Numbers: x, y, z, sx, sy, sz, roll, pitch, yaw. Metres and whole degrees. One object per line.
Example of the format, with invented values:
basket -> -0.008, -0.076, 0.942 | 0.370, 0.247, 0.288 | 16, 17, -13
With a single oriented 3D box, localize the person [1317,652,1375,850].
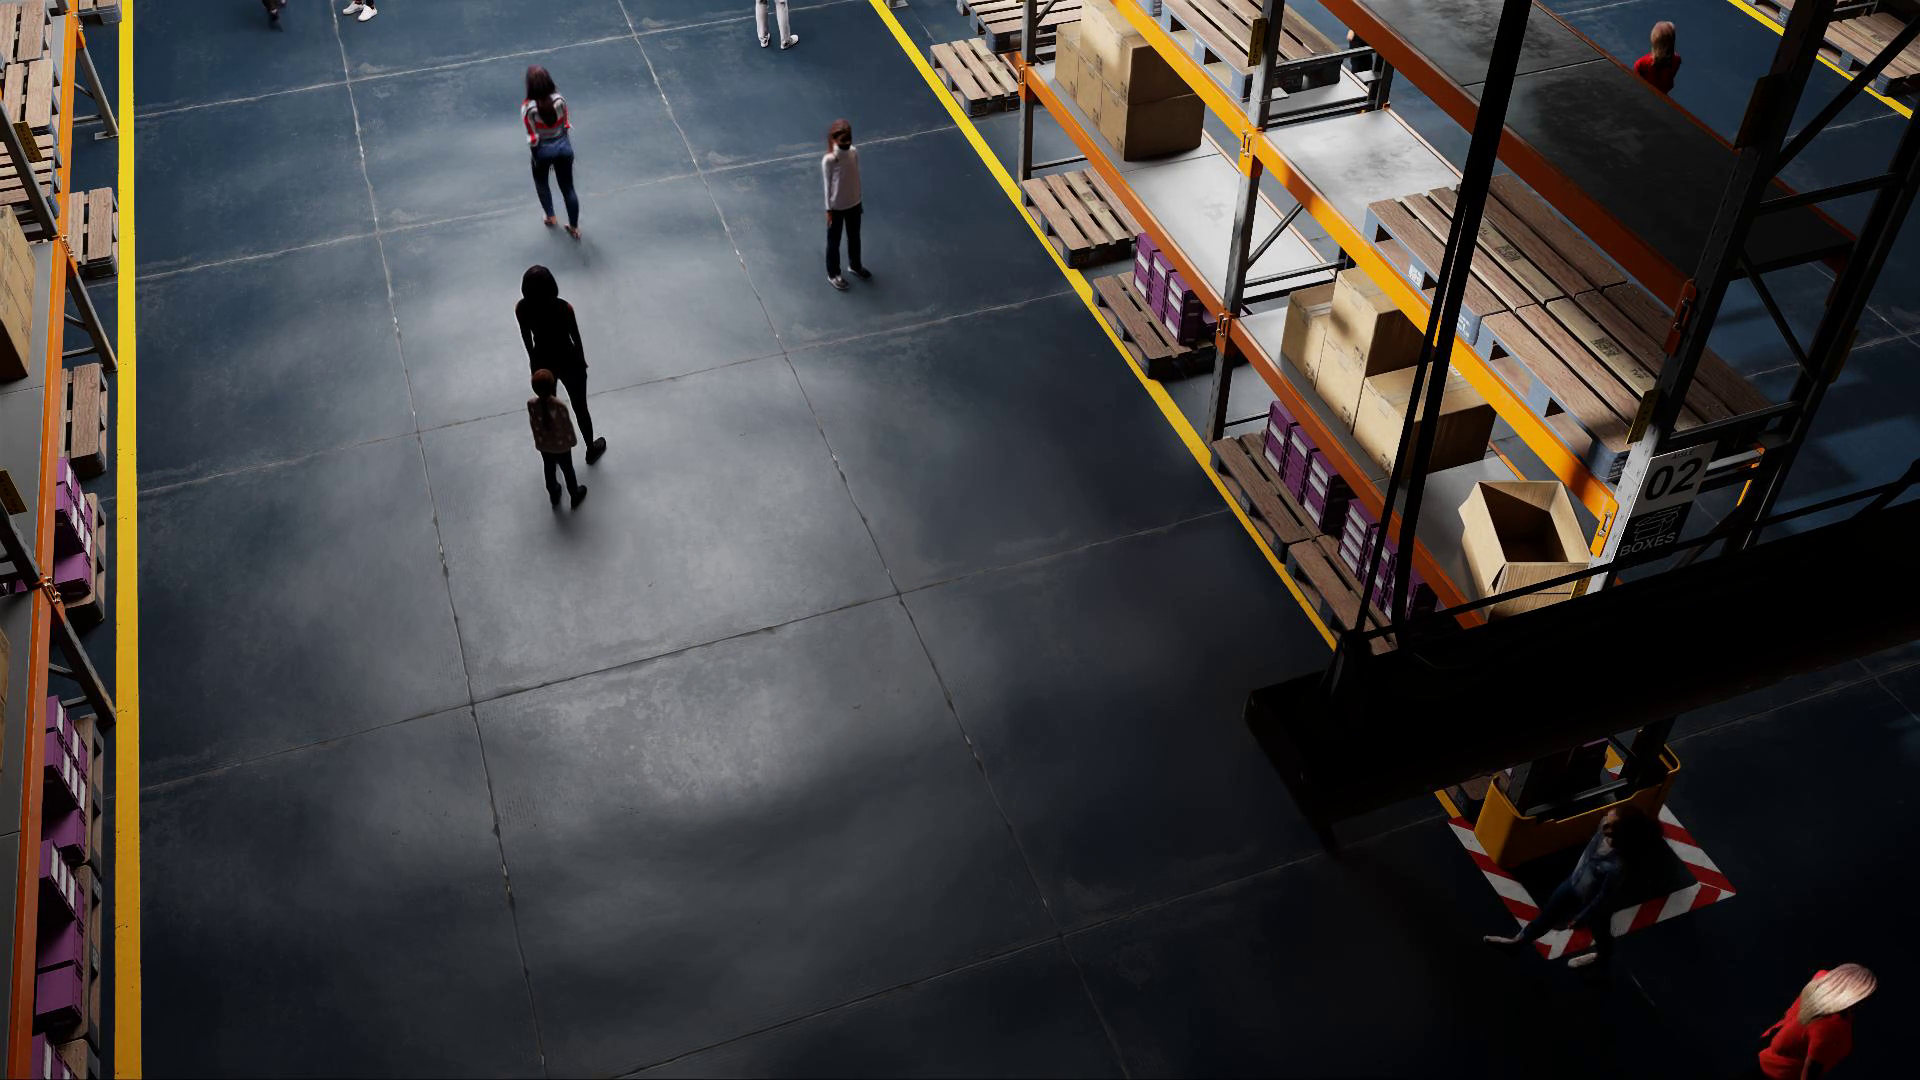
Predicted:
person -> 2.181, 1.133, 9.763 | 0.729, 1.751, 0.753 | -10, 45, -11

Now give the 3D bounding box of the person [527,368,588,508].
person -> -2.967, -0.739, 12.133 | 0.543, 1.193, 0.571 | 6, 44, 6

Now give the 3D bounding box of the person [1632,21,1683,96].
person -> 6.211, -3.795, 15.003 | 0.869, 1.658, 1.224 | -2, 44, -2

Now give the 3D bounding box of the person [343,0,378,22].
person -> -6.553, -6.383, 17.741 | 0.609, 1.629, 0.714 | 30, 51, 28

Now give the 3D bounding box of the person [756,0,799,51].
person -> -1.987, -5.979, 17.129 | 0.744, 1.887, 0.761 | 9, 44, 10

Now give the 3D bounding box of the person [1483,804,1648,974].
person -> 3.548, 1.943, 9.132 | 0.820, 1.449, 0.964 | -2, 44, -2

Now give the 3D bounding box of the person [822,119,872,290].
person -> -0.998, -2.869, 14.104 | 0.575, 1.557, 0.591 | -26, 50, -25

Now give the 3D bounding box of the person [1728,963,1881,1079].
person -> 4.023, 2.584, 8.317 | 1.132, 1.644, 1.075 | 18, 46, 18

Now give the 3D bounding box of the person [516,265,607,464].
person -> -2.984, -1.294, 12.318 | 0.657, 1.741, 0.636 | 0, 44, 0

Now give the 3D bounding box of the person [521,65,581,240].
person -> -3.550, -3.374, 14.606 | 0.656, 1.597, 0.741 | -21, 47, -20
